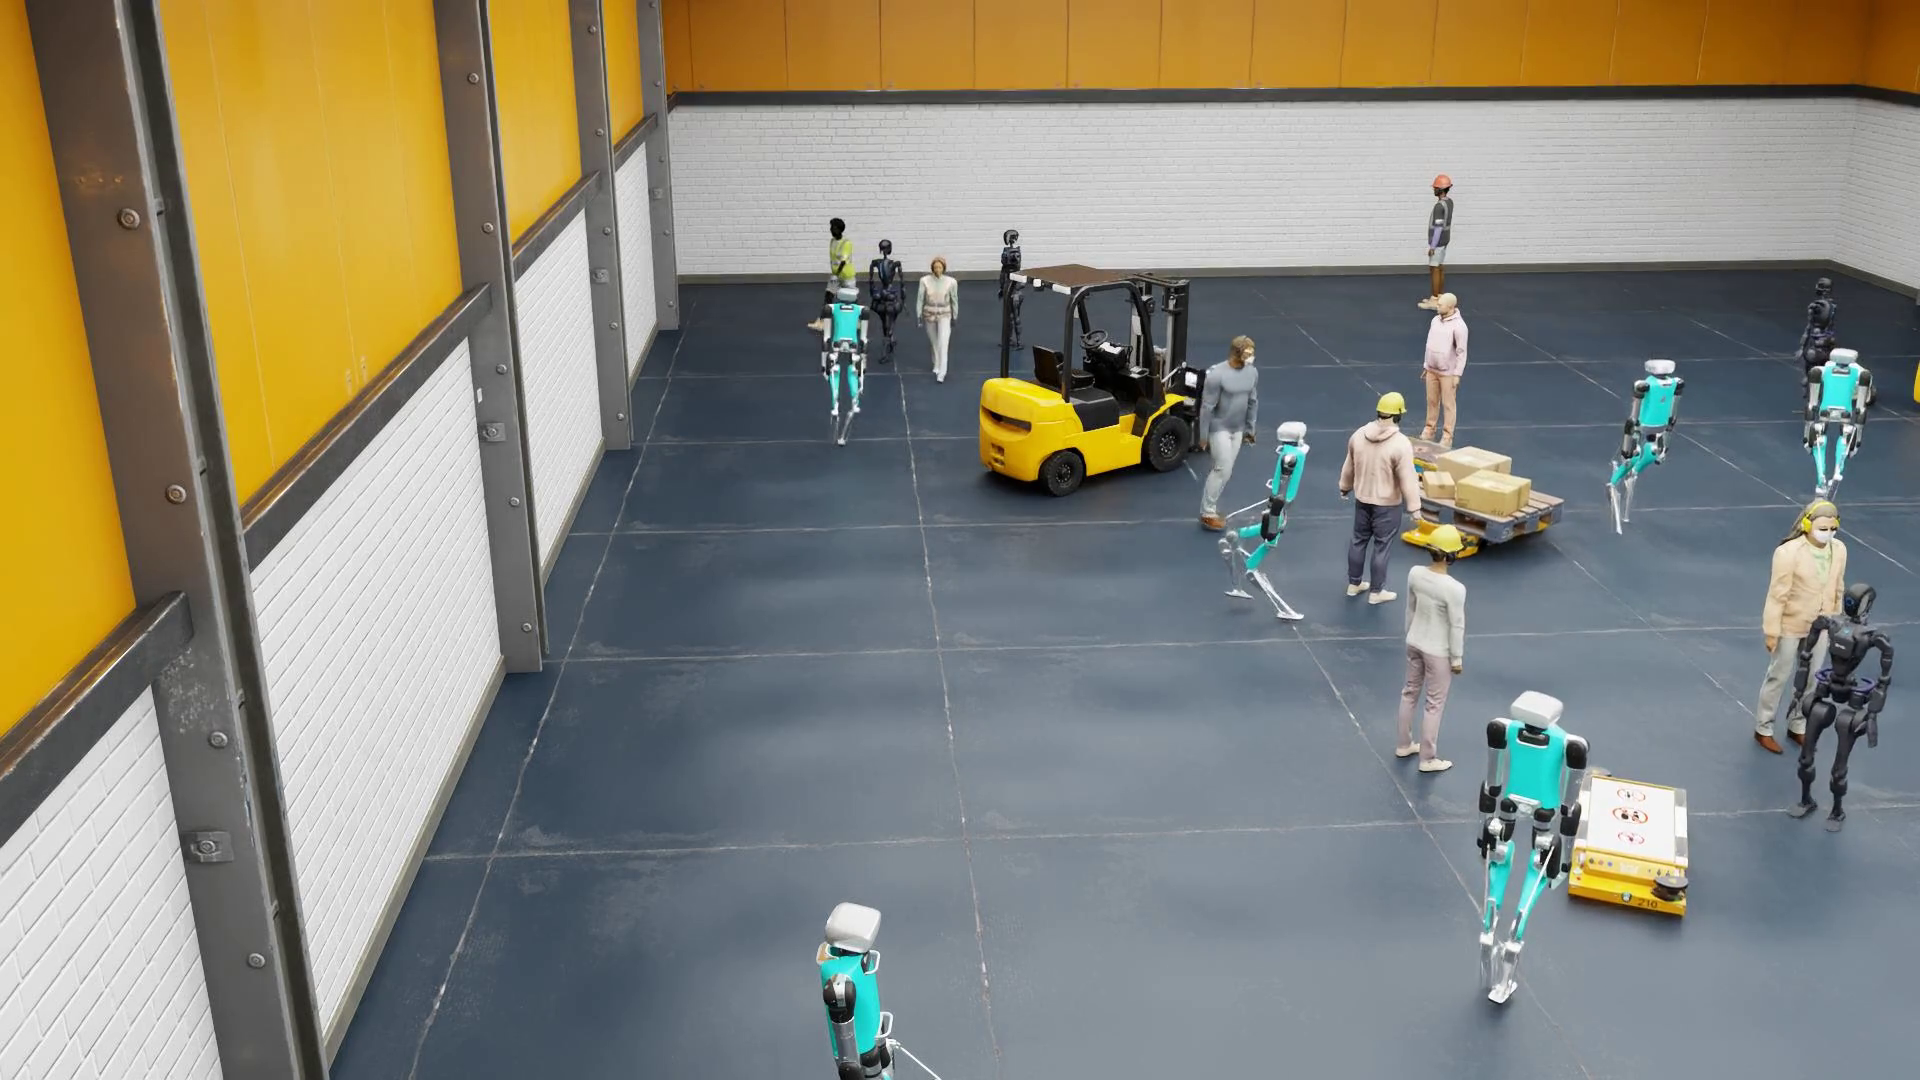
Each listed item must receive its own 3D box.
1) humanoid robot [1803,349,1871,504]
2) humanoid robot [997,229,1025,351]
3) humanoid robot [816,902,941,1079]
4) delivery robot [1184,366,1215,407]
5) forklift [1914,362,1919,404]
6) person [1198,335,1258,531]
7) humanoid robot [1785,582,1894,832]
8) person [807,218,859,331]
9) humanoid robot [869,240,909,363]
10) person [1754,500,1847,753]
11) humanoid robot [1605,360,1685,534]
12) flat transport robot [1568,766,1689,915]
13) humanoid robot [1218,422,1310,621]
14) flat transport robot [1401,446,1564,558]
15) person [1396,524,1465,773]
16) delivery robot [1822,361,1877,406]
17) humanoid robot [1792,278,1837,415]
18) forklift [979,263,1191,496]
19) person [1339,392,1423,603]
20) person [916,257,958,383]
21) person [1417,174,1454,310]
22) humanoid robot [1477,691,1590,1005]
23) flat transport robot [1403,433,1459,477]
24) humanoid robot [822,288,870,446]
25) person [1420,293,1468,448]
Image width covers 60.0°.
[{"bbox_3d":[8.430,-0.942,16.104,0.559,1.736,1.038,10,22,25],"label":"humanoid robot"},{"bbox_3d":[0.717,-3.465,23.004,0.315,1.657,0.599,-8,22,-20],"label":"humanoid robot"},{"bbox_3d":[-0.218,2.302,7.030,0.735,1.677,0.533,1,20,3],"label":"humanoid robot"},{"bbox_3d":[3.092,-1.802,20.140,0.801,0.608,0.499,17,26,38],"label":"delivery robot"},{"bbox_3d":[12.602,-2.435,19.475,2.313,2.155,1.214,-1,20,-4],"label":"forklift"},{"bbox_3d":[2.592,-1.040,16.092,0.666,1.905,0.539,-18,27,-40],"label":"person"},{"bbox_3d":[5.646,1.055,10.691,0.341,1.651,0.592,-16,25,-36],"label":"humanoid robot"},{"bbox_3d":[-1.810,-3.781,23.898,0.846,1.652,0.543,-15,25,-36],"label":"person"},{"bbox_3d":[-0.956,-3.265,22.535,0.600,1.621,0.794,10,22,26],"label":"humanoid robot"},{"bbox_3d":[5.896,0.598,11.695,0.566,1.866,0.408,-4,20,-10],"label":"person"},{"bbox_3d":[6.473,-0.921,16.096,0.530,1.806,0.803,-6,21,-17],"label":"humanoid robot"},{"bbox_3d":[4.231,1.876,10.515,0.659,0.231,1.431,8,22,20],"label":"flat transport robot"},{"bbox_3d":[2.469,-0.155,13.937,0.934,1.768,0.556,7,21,17],"label":"humanoid robot"},{"bbox_3d":[4.964,-0.134,15.991,1.431,0.231,0.659,-15,25,-35],"label":"flat transport robot"},{"bbox_3d":[3.260,0.737,11.460,0.333,1.761,0.525,-10,22,-25],"label":"person"},{"bbox_3d":[10.988,-1.973,20.577,0.515,0.588,0.759,2,20,5],"label":"delivery robot"},{"bbox_3d":[10.286,-2.300,19.880,0.586,1.650,0.416,-13,24,-31],"label":"humanoid robot"},{"bbox_3d":[1.315,-1.764,17.646,2.313,2.155,1.214,-14,24,-33],"label":"forklift"},{"bbox_3d":[3.590,-0.355,14.297,0.436,1.856,0.814,-17,26,-38],"label":"person"},{"bbox_3d":[-0.292,-2.873,21.528,0.514,1.587,0.876,3,20,9],"label":"person"},{"bbox_3d":[7.306,-4.567,25.501,0.370,2.042,0.613,11,23,28],"label":"person"},{"bbox_3d":[2.910,1.767,8.818,0.547,1.883,0.739,15,25,35],"label":"humanoid robot"},{"bbox_3d":[5.021,-0.862,17.976,0.659,0.231,1.431,-13,24,-31],"label":"flat transport robot"},{"bbox_3d":[-1.278,-1.849,18.649,0.567,1.844,0.759,-1,20,-3],"label":"humanoid robot"},{"bbox_3d":[5.390,-1.872,18.529,0.400,1.780,0.536,-12,23,-29],"label":"person"}]
